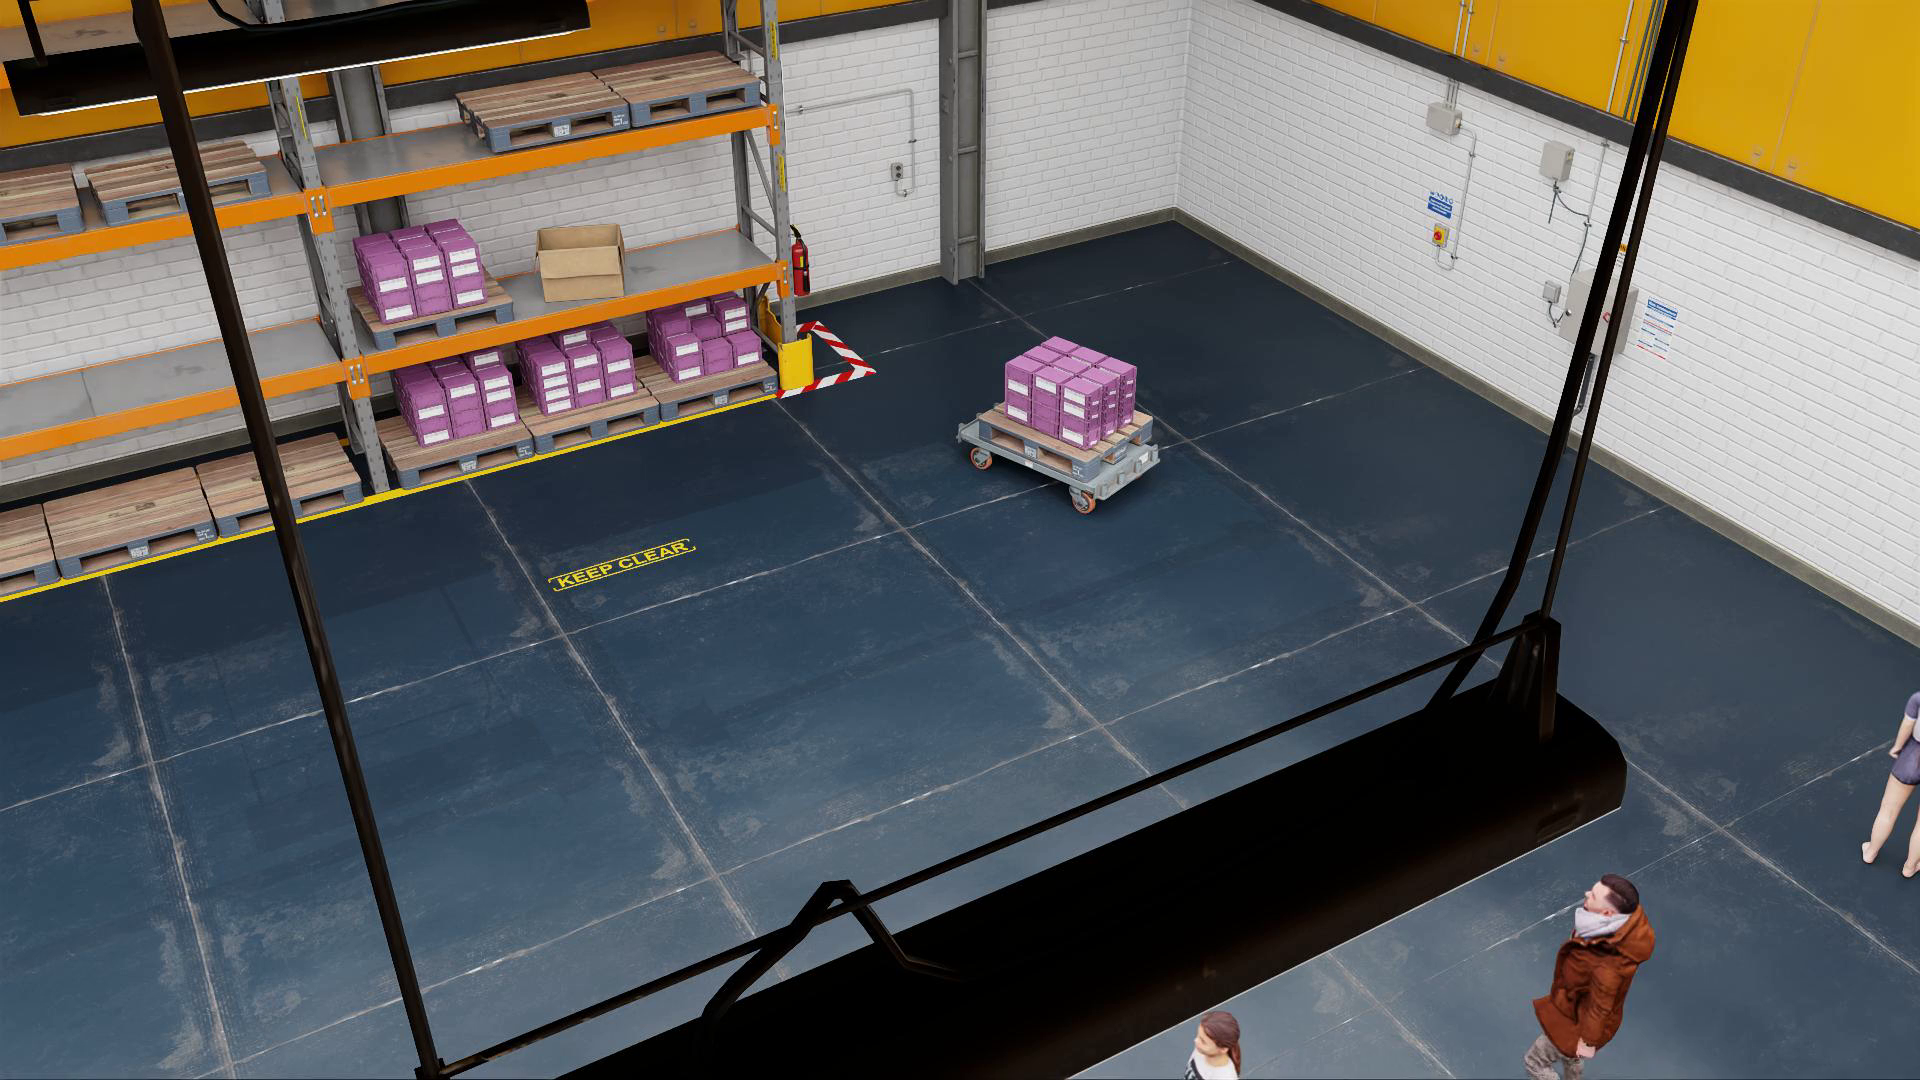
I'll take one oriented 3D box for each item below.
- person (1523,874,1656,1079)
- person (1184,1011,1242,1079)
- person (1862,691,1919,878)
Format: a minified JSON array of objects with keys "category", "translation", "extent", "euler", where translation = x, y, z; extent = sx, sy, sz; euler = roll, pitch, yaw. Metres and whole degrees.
[{"category":"person","translation":[3.326,2.481,8.657],"extent":[0.925,1.823,0.844],"euler":[15,37,22]},{"category":"person","translation":[1.240,2.890,8.279],"extent":[0.588,1.561,0.589],"euler":[-9,35,-13]},{"category":"person","translation":[6.055,1.422,10.405],"extent":[0.668,1.652,0.659],"euler":[21,39,29]}]
